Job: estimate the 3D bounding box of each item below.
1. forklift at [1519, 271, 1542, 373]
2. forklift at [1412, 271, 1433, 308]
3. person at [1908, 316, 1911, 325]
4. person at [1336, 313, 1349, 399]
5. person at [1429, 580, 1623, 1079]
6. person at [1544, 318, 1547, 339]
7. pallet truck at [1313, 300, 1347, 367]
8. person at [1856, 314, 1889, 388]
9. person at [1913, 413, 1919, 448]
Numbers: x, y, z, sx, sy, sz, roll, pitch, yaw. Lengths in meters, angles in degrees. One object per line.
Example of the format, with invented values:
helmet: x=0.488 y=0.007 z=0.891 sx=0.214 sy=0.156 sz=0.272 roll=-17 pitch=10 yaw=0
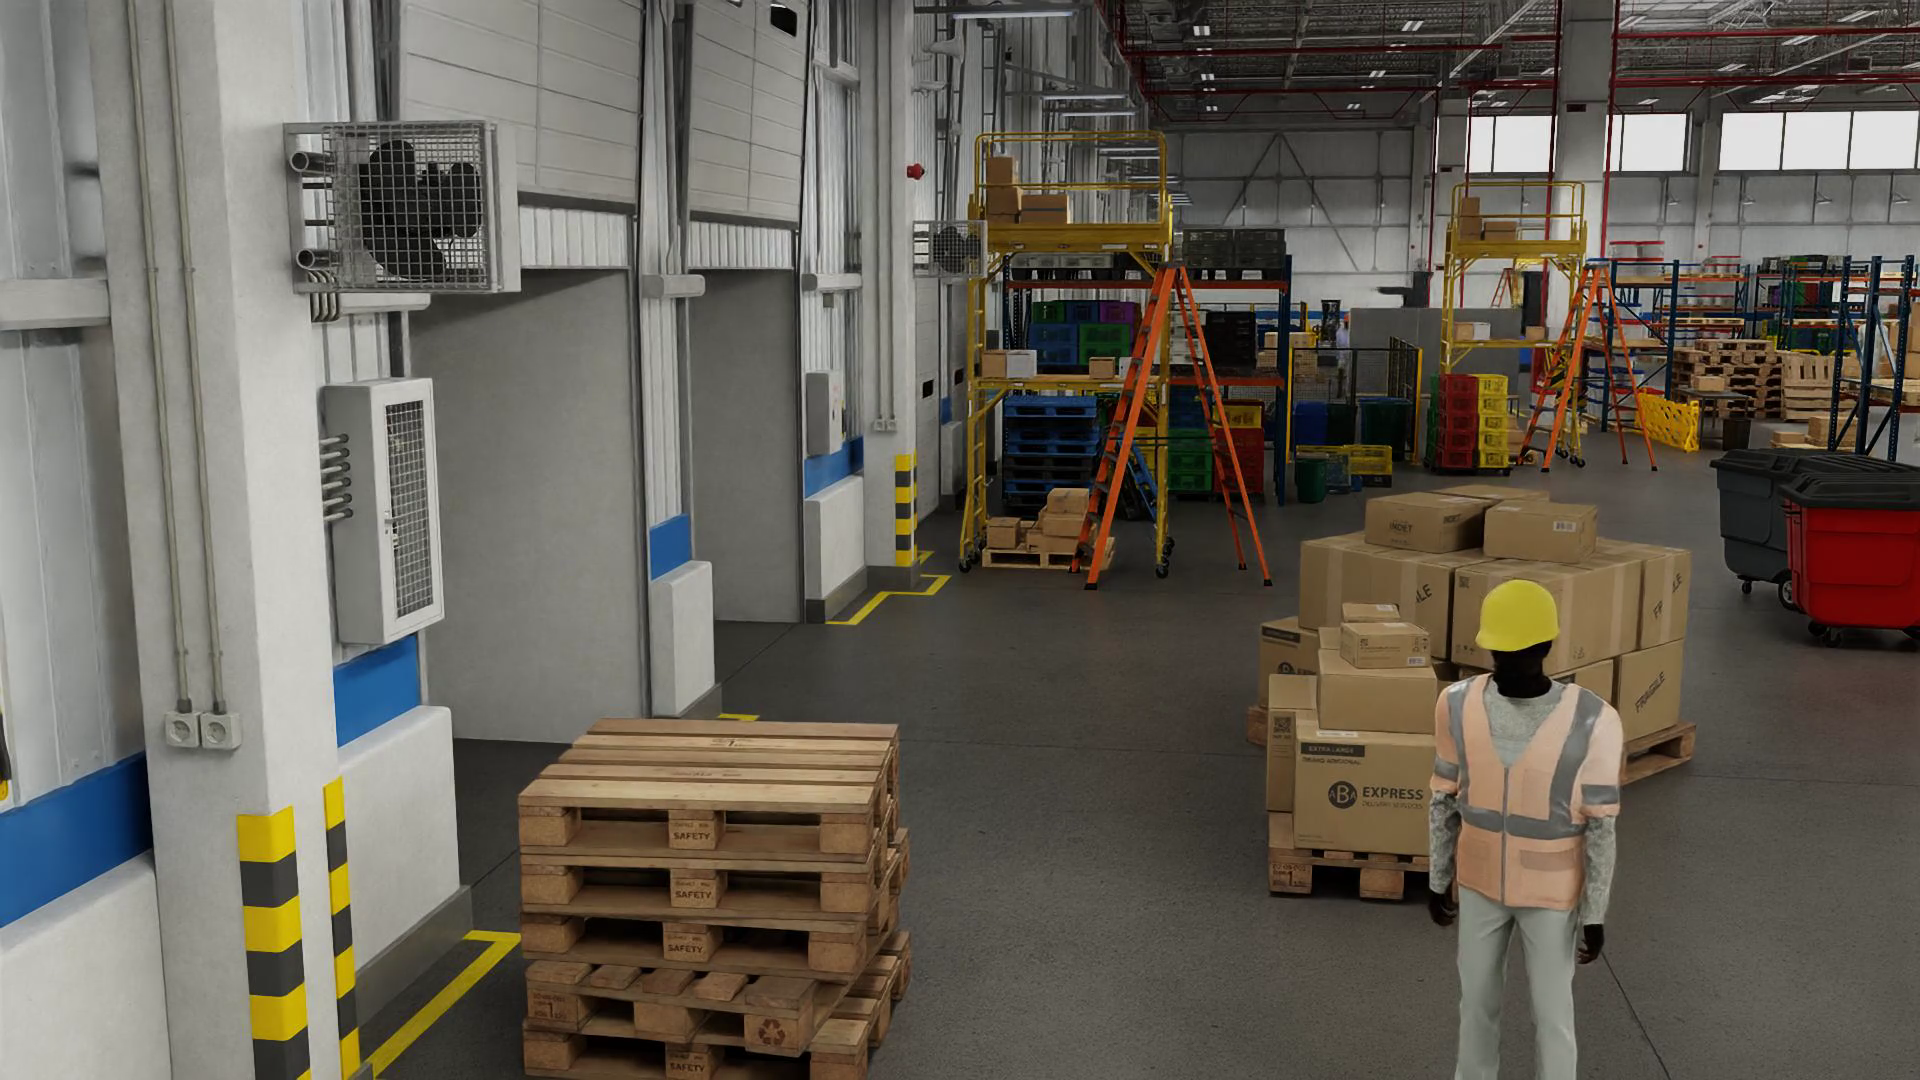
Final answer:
forklift: x=15.552 y=-5.939 z=45.397 sx=1.873 sy=2.768 sz=1.129 roll=1 pitch=9 yaw=9
forklift: x=11.580 y=-5.370 z=41.885 sx=1.873 sy=2.768 sz=1.129 roll=1 pitch=9 yaw=9
person: x=27.345 y=-5.778 z=47.439 sx=0.985 sy=1.883 sz=0.575 roll=-1 pitch=9 yaw=-9
person: x=8.564 y=-4.062 z=36.819 sx=0.547 sy=1.911 sz=0.786 roll=3 pitch=10 yaw=20
person: x=1.722 y=1.064 z=5.173 sx=0.586 sy=1.918 sz=0.398 roll=7 pitch=12 yaw=38
person: x=15.566 y=-5.175 z=43.695 sx=0.634 sy=1.912 sz=0.868 roll=2 pitch=9 yaw=13
pallet truck: x=11.159 y=-6.200 z=49.718 sx=0.823 sy=1.965 sz=1.885 roll=4 pitch=10 yaw=26
person: x=20.628 y=-4.214 z=37.661 sx=0.630 sy=1.936 sz=0.369 roll=9 pitch=13 yaw=44
person: x=15.635 y=-2.341 z=26.744 sx=0.338 sy=1.738 sz=0.487 roll=9 pitch=13 yaw=42
